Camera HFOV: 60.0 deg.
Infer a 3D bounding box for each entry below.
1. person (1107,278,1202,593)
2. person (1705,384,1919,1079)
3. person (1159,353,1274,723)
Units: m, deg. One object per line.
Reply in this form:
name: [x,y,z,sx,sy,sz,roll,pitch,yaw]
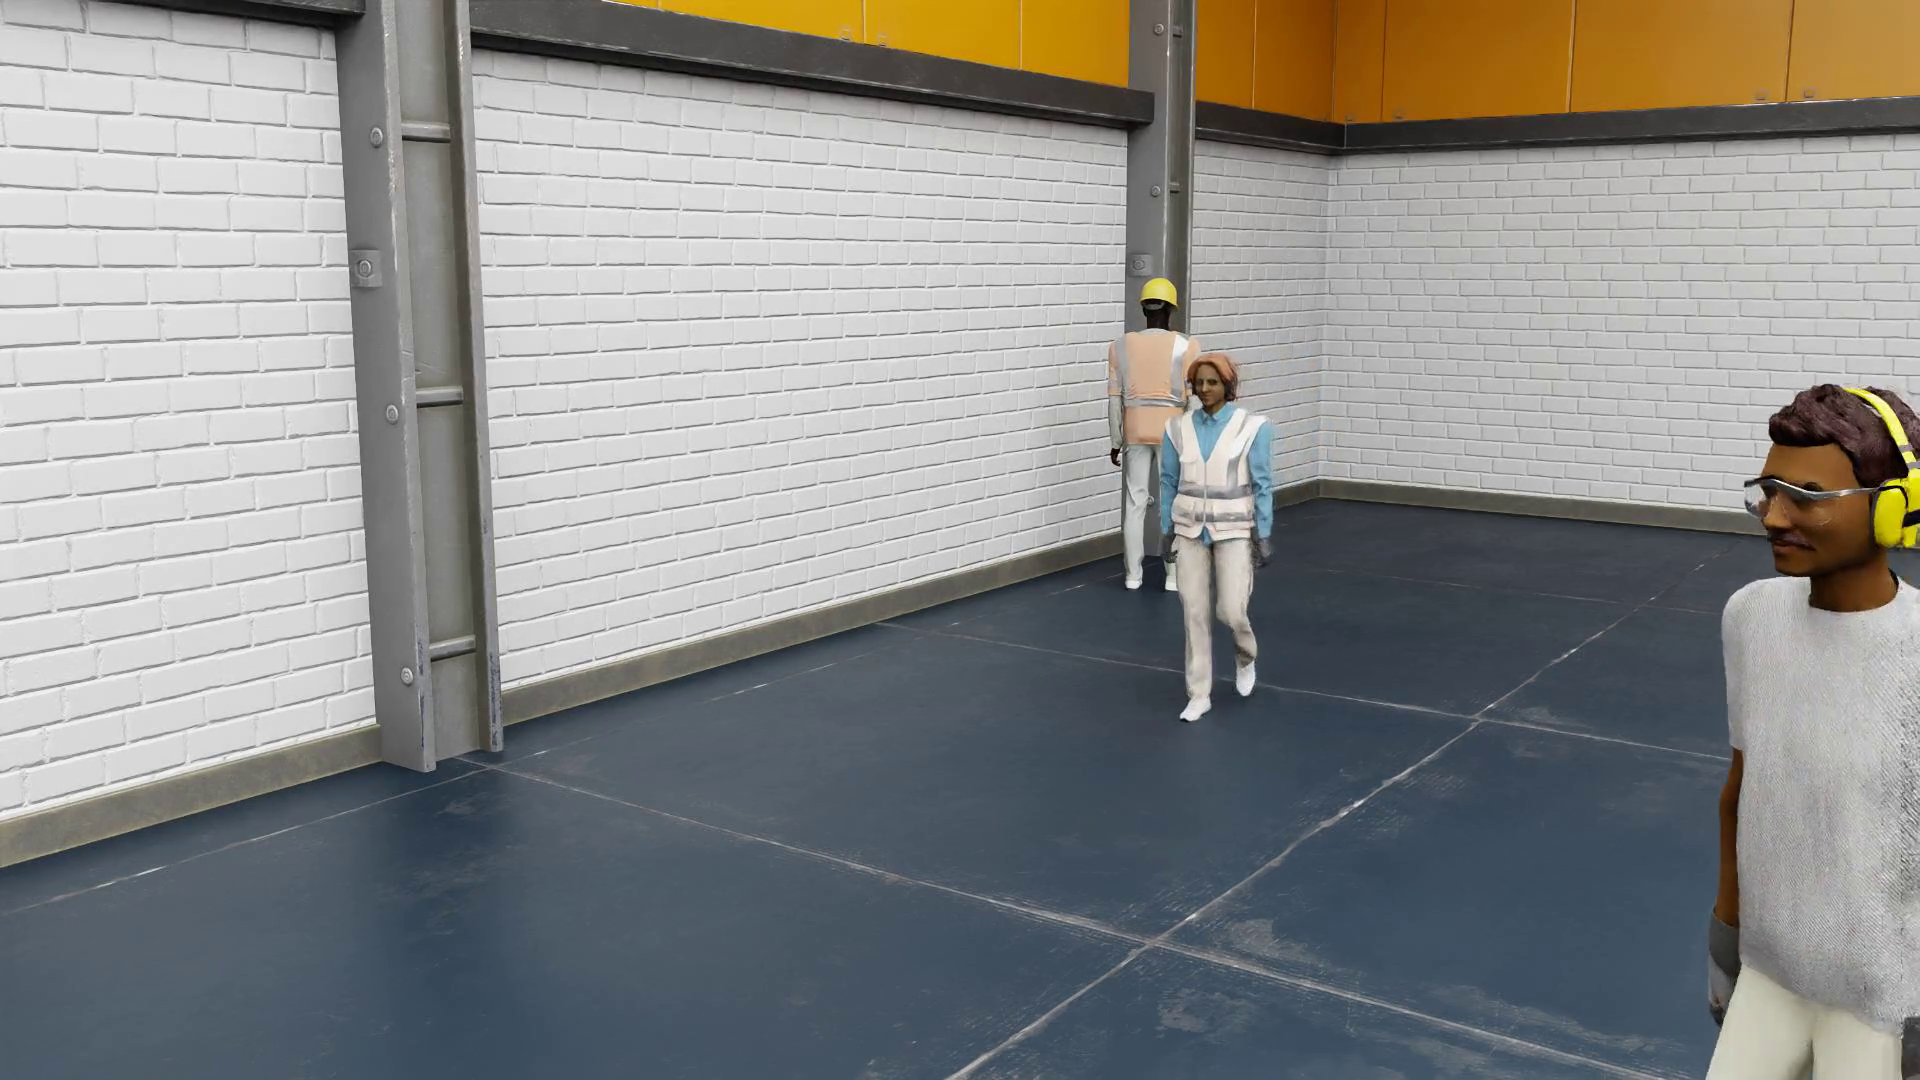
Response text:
person: [1.193,-0.629,10.154,0.586,1.917,0.380,3,10,19]
person: [1.380,0.686,2.534,0.530,1.856,0.527,-4,10,-22]
person: [1.139,-0.020,7.370,0.534,1.625,0.461,5,11,30]
